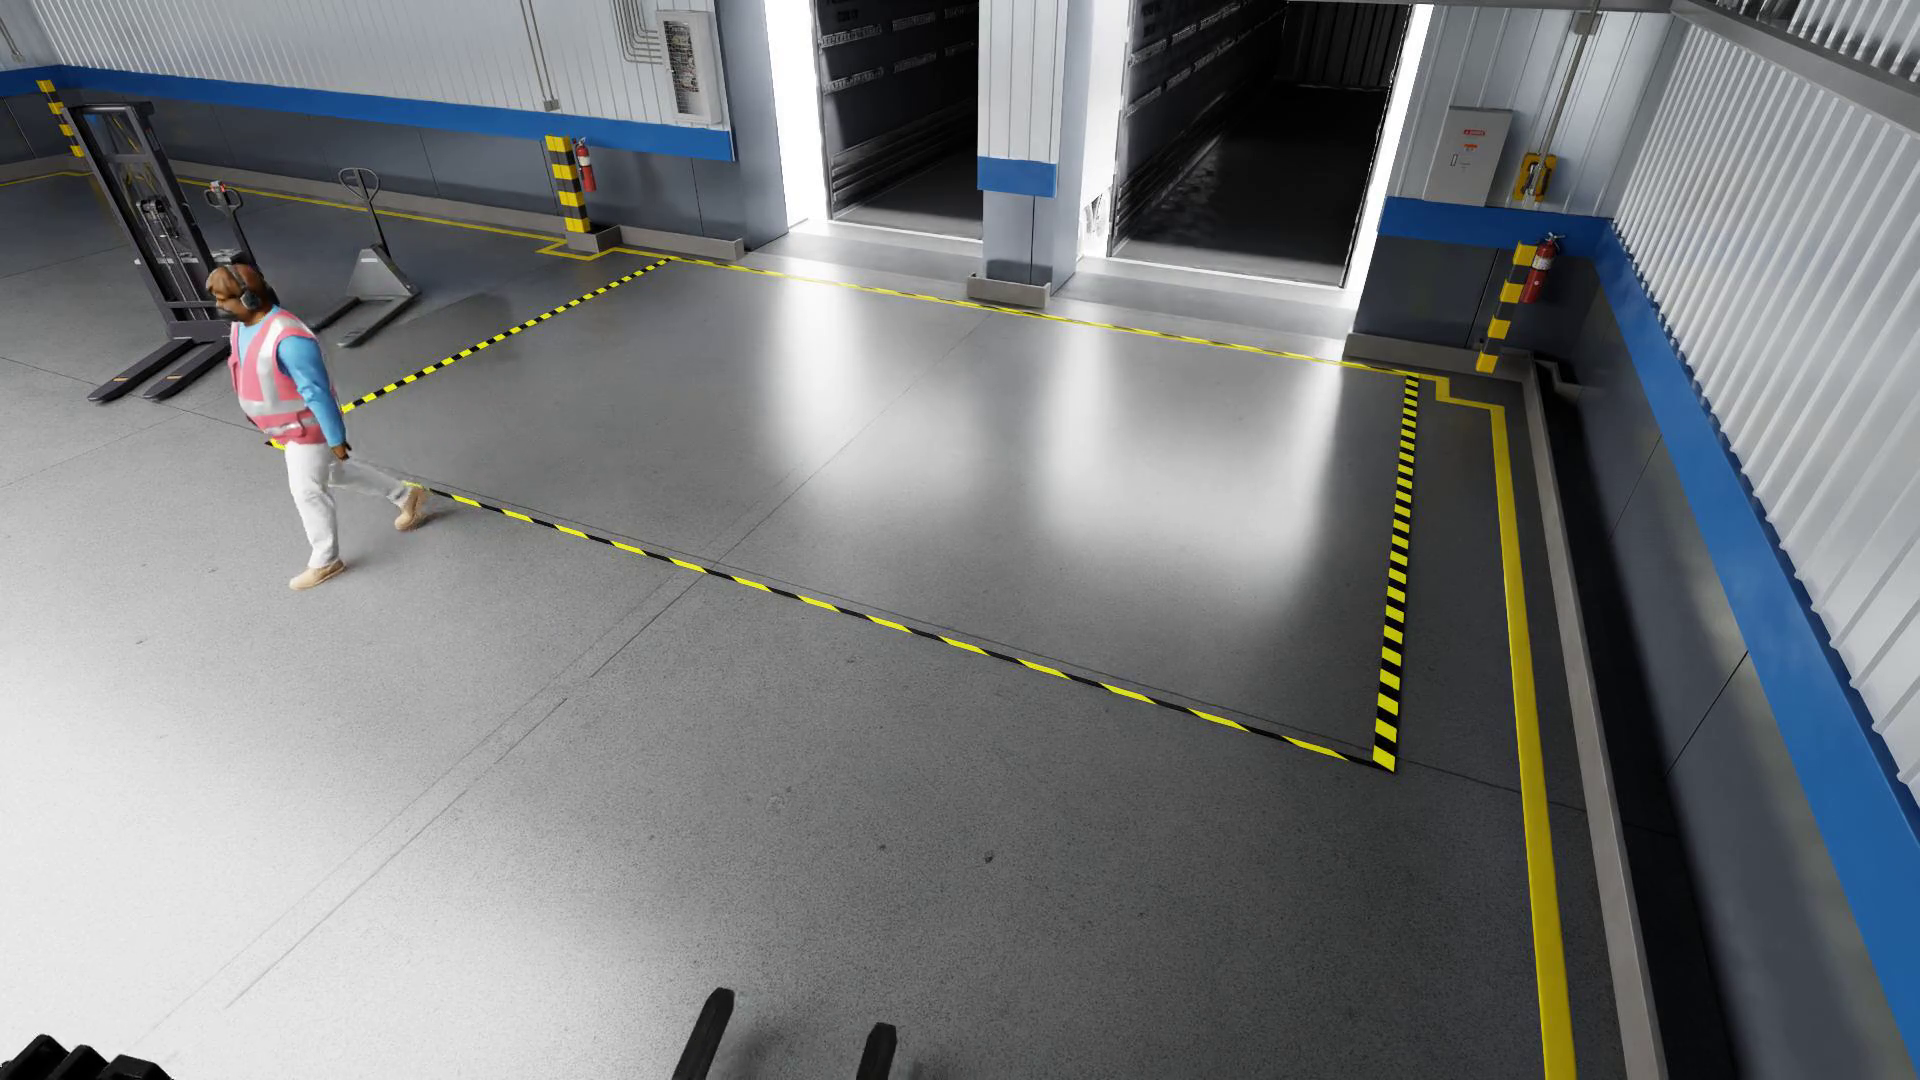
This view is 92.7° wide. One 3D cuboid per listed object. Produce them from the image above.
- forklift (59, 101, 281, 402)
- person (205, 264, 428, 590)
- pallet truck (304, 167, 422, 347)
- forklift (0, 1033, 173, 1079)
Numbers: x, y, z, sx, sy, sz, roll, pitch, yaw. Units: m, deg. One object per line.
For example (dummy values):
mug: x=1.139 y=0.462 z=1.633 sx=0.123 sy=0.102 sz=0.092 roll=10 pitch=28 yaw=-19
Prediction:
forklift: x=-6.686 y=-2.387 z=7.434 sx=0.823 sy=1.965 sz=1.885 roll=-3 pitch=35 yaw=-5
person: x=-3.639 y=-0.662 z=5.135 sx=0.635 sy=1.804 sz=0.922 roll=24 pitch=41 yaw=30
pallet truck: x=-5.732 y=-2.611 z=8.414 sx=0.680 sy=1.201 sz=1.601 roll=-1 pitch=35 yaw=-1
forklift: x=-1.036 y=2.121 z=0.675 sx=1.157 sy=2.036 sz=2.680 roll=7 pitch=36 yaw=10
